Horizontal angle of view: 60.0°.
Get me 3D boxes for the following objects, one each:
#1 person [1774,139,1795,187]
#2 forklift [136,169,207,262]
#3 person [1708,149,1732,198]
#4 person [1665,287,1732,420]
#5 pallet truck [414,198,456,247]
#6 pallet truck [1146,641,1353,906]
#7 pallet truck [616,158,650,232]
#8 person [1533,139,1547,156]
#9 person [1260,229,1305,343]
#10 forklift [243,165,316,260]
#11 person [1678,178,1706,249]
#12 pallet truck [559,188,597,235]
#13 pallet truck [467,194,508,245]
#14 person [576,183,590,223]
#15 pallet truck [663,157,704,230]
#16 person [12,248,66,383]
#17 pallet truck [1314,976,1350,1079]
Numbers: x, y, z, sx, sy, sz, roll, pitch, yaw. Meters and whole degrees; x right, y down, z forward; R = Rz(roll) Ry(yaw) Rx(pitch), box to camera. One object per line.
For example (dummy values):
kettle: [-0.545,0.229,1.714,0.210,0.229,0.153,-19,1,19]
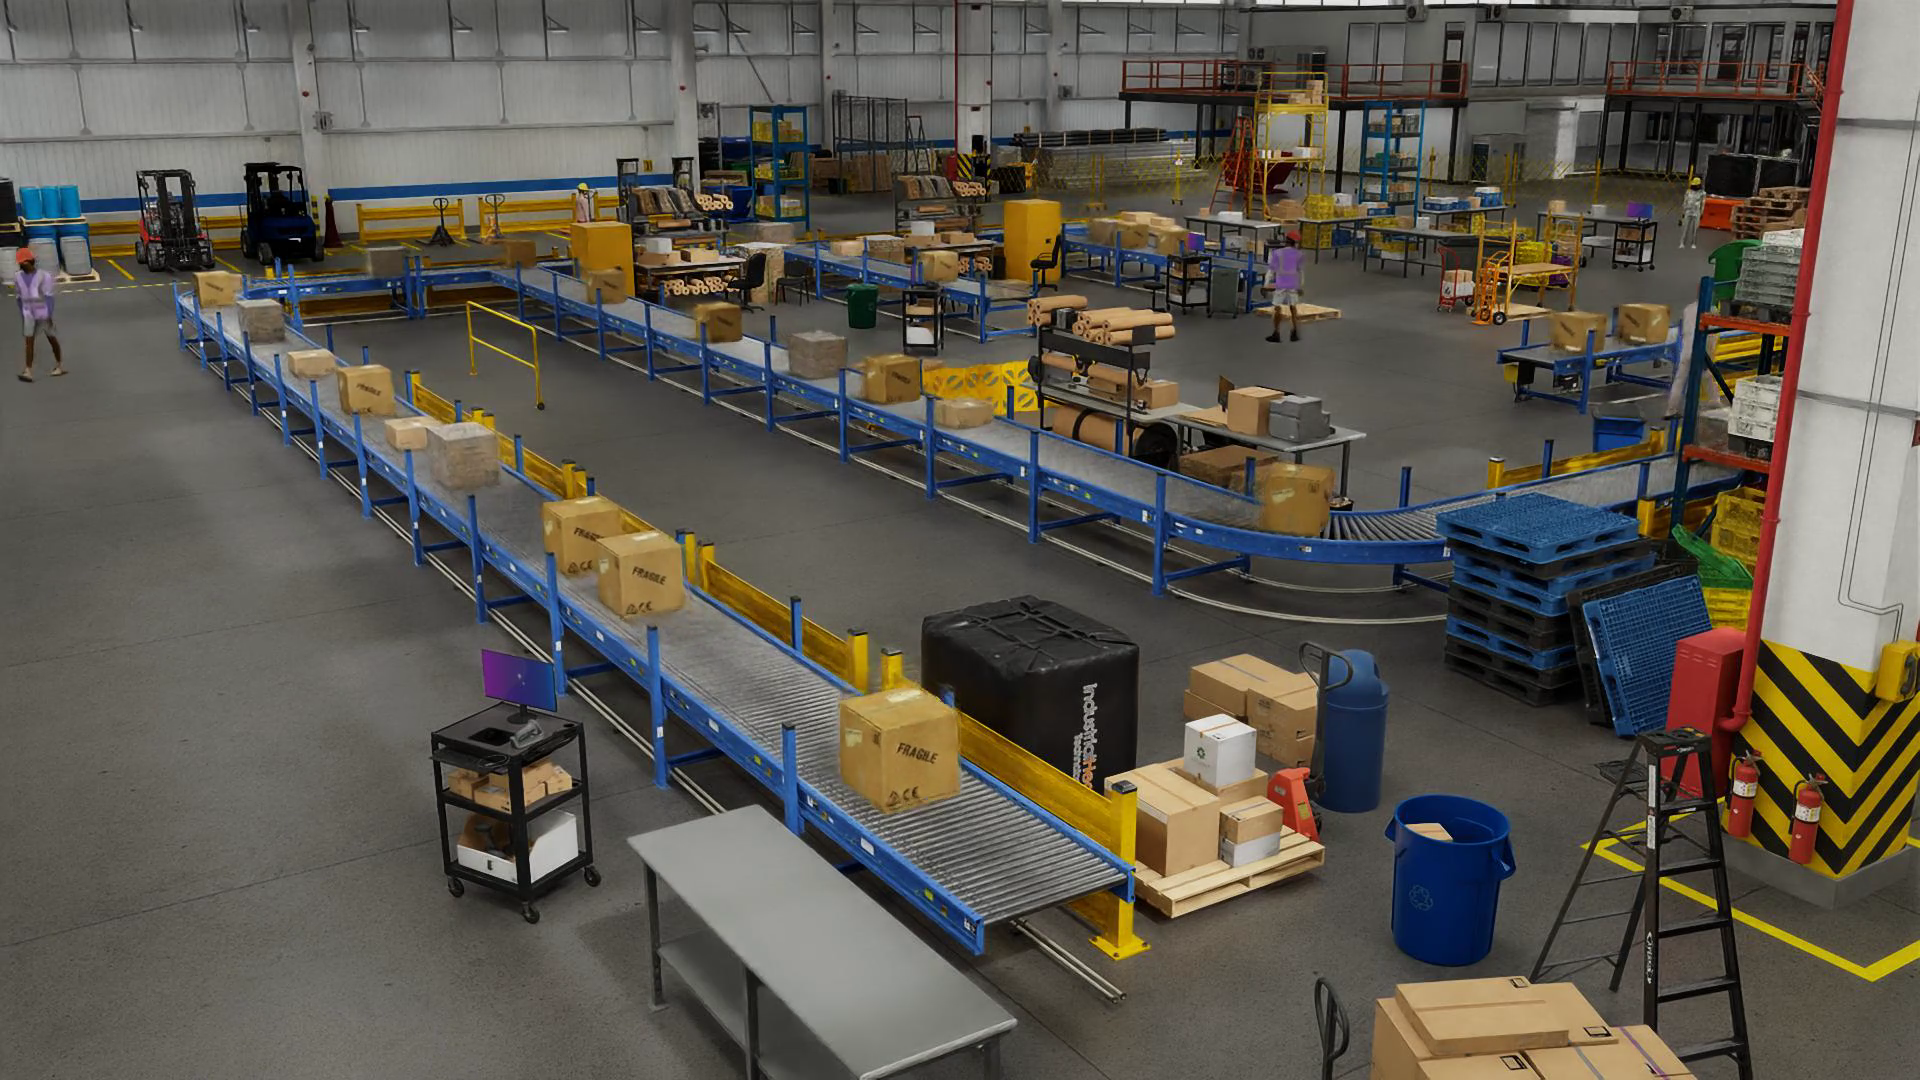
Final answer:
person: [26.742,-12.040,53.972,0.656,1.899,0.596,1,17,2]
forklift: [-17.842,-7.318,37.559,1.157,1.987,2.680,-10,20,-31]
person: [22.362,-10.542,48.989,0.574,1.887,0.355,7,18,21]
person: [10.016,-2.534,22.404,1.000,1.843,0.661,-6,18,-20]
pallet truck: [-13.250,-8.060,41.856,0.680,1.201,1.601,-10,20,-31]
pallet truck: [1.664,1.407,10.232,1.630,1.274,0.653,-10,20,-31]
pallet truck: [-8.918,-9.176,44.255,0.823,1.965,1.885,-9,19,-27]
person: [24.331,-16.753,69.632,0.418,1.896,0.665,-6,18,-19]
person: [5.472,-4.294,28.170,0.736,1.913,0.436,-2,17,-5]
forklift: [-15.898,-7.669,38.708,1.157,1.987,2.680,-11,20,-33]
person: [18.035,-8.040,40.925,0.483,1.734,0.319,12,20,34]
pallet truck: [-10.010,-8.652,43.699,0.653,1.274,1.630,-10,20,-31]
pallet truck: [-11.983,-8.177,42.137,0.704,1.261,1.522,-11,20,-33]
person: [-8.811,-7.471,38.976,0.308,1.769,0.525,-11,20,-33]
pallet truck: [-7.586,-9.308,44.692,0.823,1.965,1.885,-11,20,-33]
person: [-13.900,-3.382,24.988,0.612,1.985,1.048,-1,17,-3]
pallet truck: [2.299,2.390,7.086,1.601,1.201,0.680,-2,17,-7]
